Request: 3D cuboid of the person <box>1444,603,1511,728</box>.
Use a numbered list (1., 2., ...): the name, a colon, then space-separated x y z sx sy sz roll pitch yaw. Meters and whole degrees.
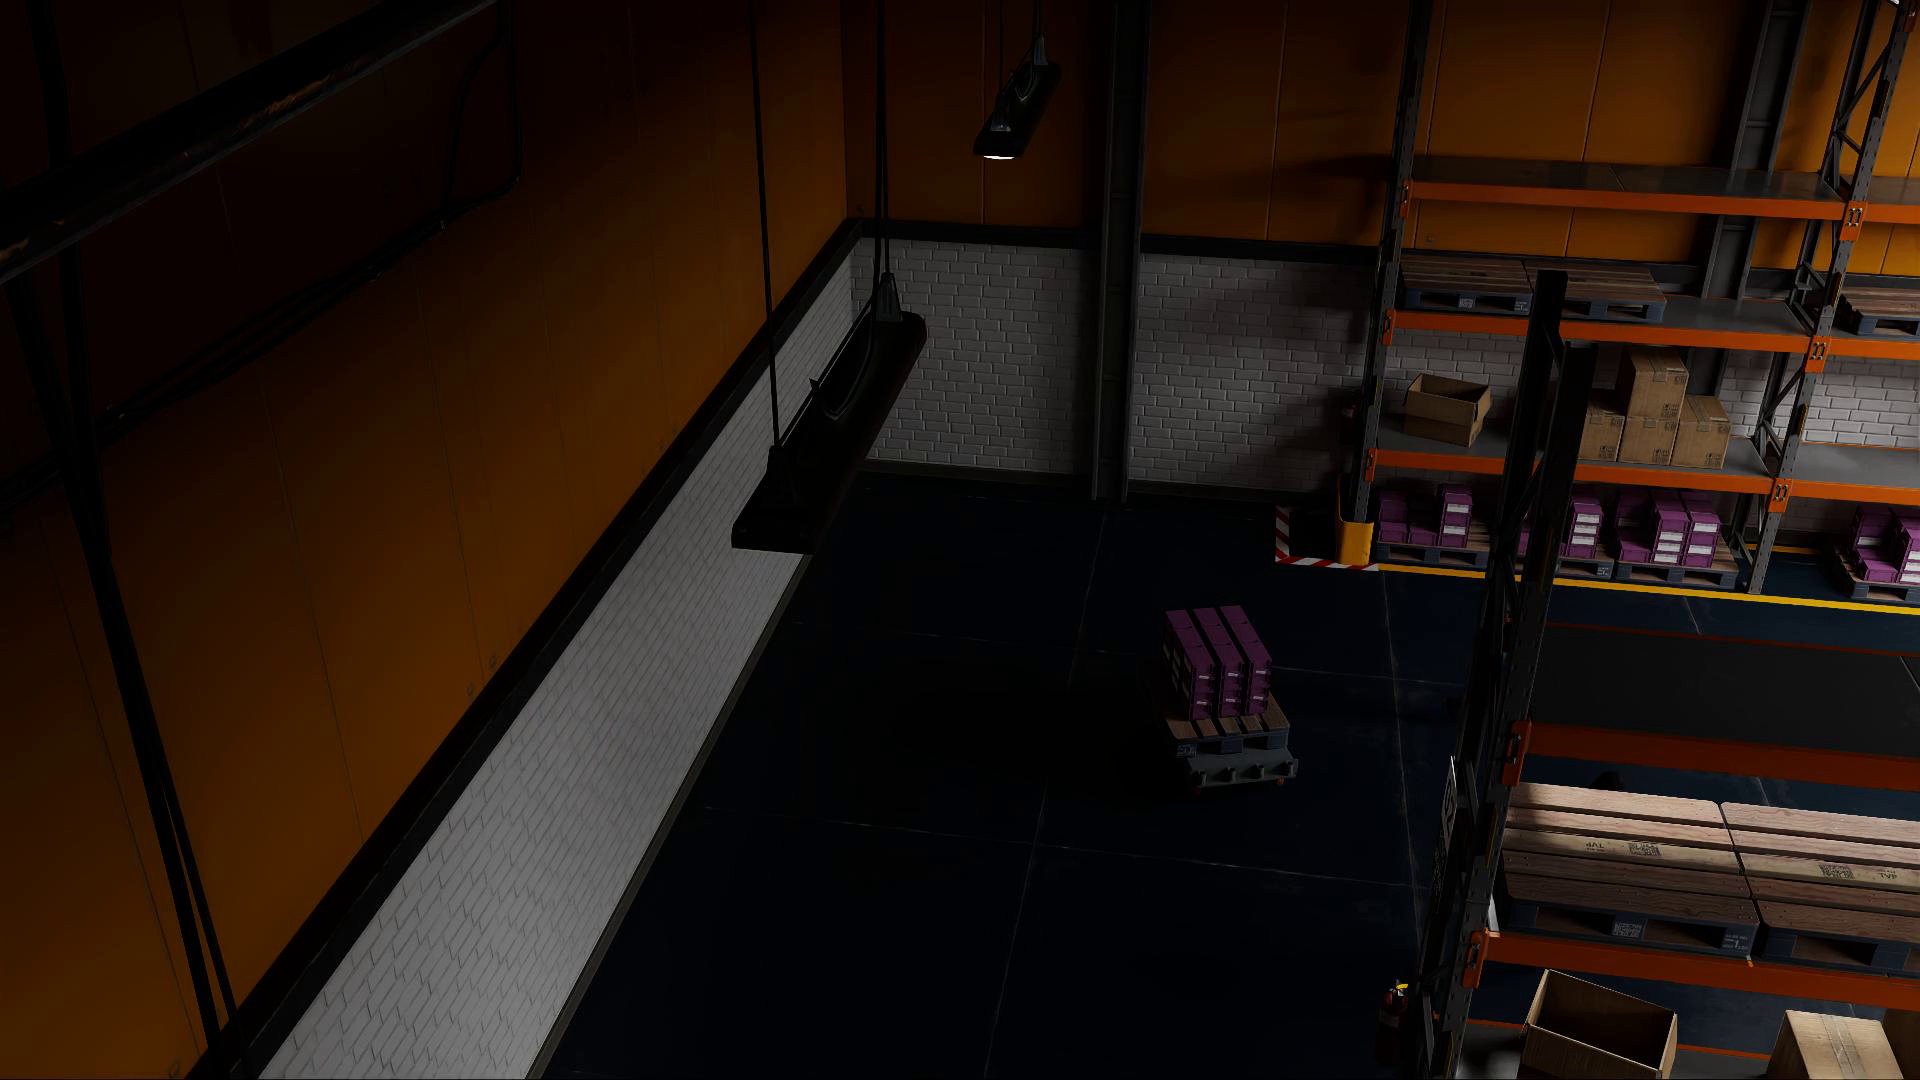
1. person: 4.595 1.033 14.608 0.814 1.440 0.654 13 31 23
